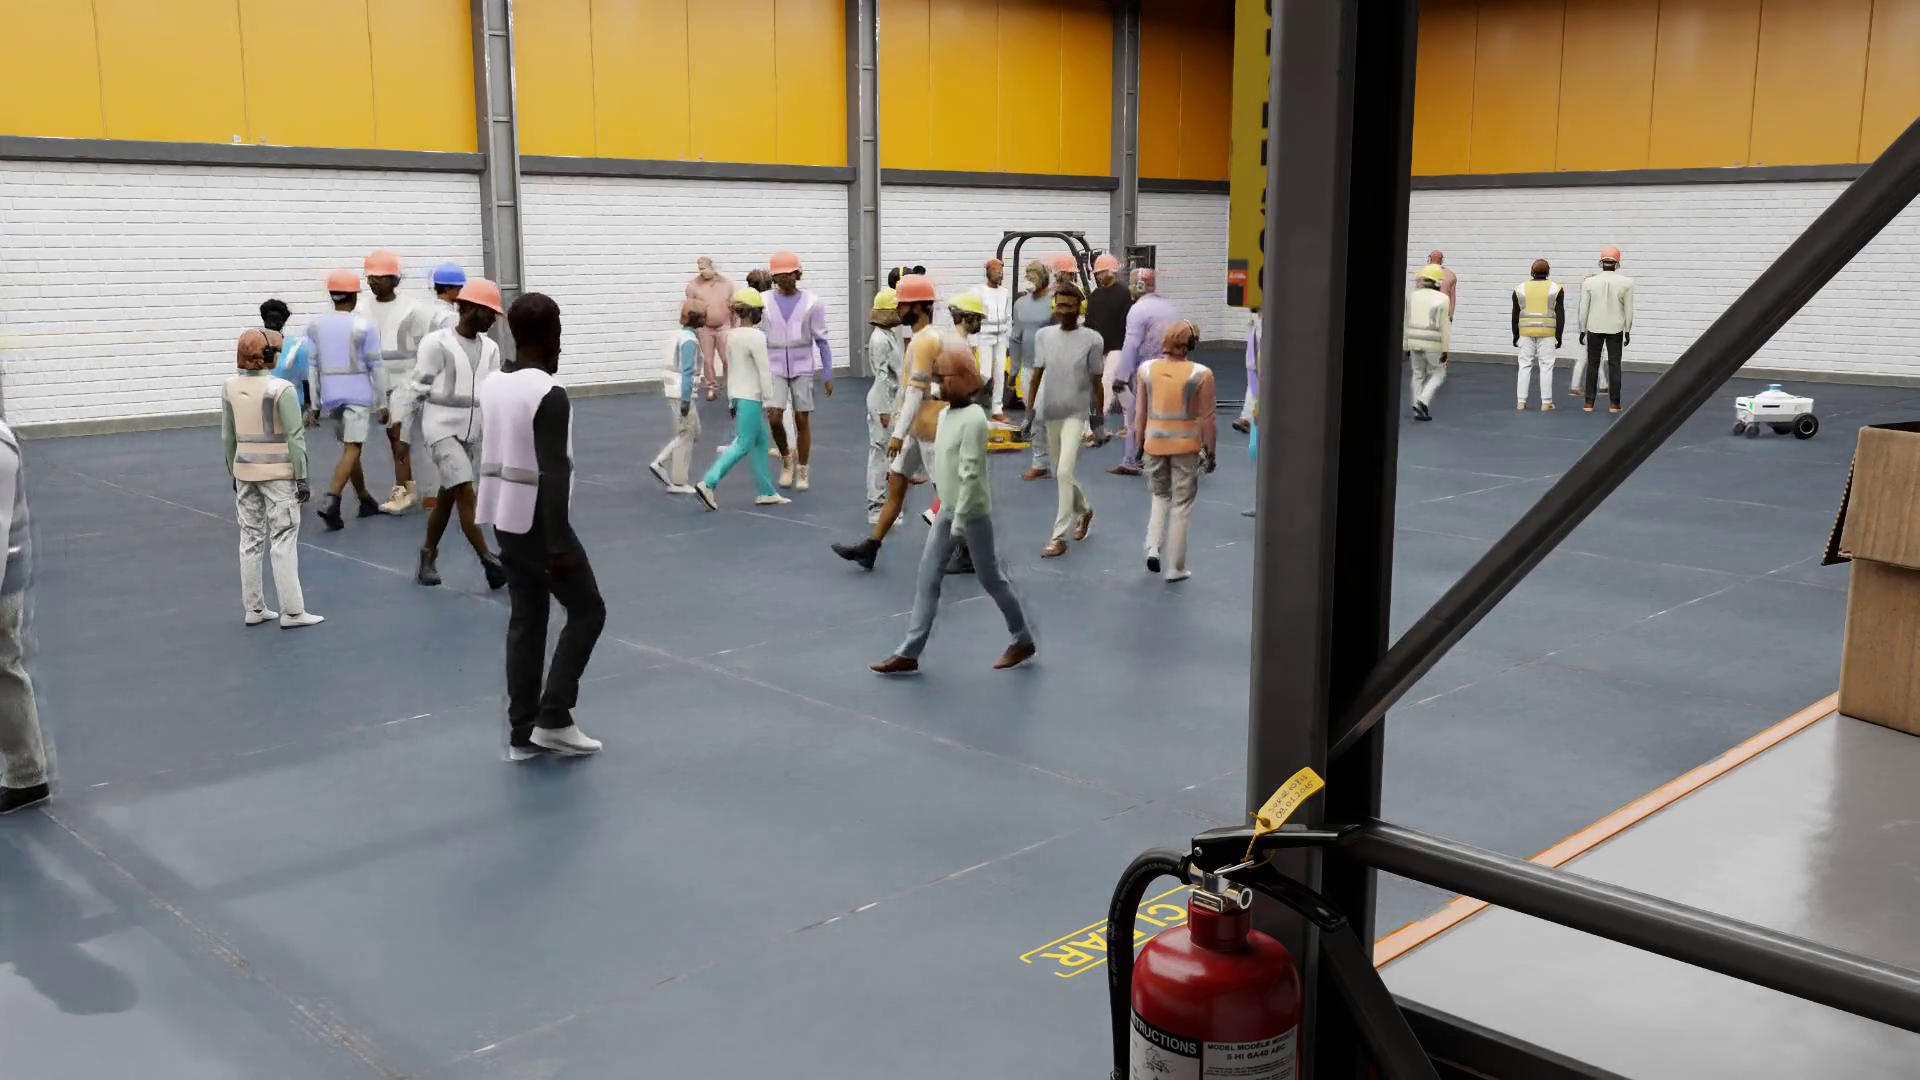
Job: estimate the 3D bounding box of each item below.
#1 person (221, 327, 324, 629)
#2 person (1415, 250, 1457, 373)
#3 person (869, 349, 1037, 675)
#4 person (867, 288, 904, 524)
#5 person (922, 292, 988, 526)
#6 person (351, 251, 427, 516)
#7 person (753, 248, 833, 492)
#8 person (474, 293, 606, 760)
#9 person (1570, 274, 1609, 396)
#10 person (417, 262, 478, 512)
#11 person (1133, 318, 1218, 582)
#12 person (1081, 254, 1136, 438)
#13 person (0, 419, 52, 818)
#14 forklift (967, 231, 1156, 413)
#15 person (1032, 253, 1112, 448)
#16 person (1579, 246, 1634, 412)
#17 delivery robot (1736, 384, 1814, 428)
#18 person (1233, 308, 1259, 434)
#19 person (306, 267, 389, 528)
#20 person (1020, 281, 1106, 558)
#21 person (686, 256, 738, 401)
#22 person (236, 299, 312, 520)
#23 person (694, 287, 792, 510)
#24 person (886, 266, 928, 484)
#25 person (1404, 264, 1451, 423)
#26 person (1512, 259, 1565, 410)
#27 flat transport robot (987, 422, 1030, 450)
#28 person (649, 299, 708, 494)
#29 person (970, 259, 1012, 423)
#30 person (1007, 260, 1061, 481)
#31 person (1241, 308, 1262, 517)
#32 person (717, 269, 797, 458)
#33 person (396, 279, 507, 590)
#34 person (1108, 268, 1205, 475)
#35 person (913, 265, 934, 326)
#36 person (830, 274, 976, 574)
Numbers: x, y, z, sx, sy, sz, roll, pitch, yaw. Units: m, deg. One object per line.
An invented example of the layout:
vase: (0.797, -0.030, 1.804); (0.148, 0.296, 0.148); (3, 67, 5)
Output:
person: (-3.759, -0.329, 9.035); (0.523, 1.639, 0.306); (4, 11, 20)
person: (7.116, -3.395, 25.022); (0.639, 1.910, 0.407); (-1, 10, -4)
person: (0.012, -0.126, 8.060); (0.857, 1.590, 0.516); (-5, 11, -24)
person: (-0.540, -0.994, 12.374); (0.322, 1.743, 0.489); (0, 10, 1)
person: (0.009, -0.839, 11.510); (0.396, 1.738, 0.550); (-1, 10, -4)
person: (-4.391, -1.184, 12.698); (0.625, 2.006, 0.938); (2, 11, 12)
person: (-1.395, -1.393, 13.795); (0.684, 2.019, 0.497); (0, 10, 0)
person: (-1.706, -0.049, 6.780); (0.487, 1.898, 0.601); (-10, 14, -43)
person: (8.483, -2.701, 22.065); (0.678, 1.612, 0.509); (5, 12, 26)
person: (-3.916, -1.186, 12.922); (0.720, 1.918, 0.648); (-6, 12, -31)
person: (1.335, -0.549, 10.275); (0.535, 1.624, 0.381); (6, 12, 30)
person: (1.529, -2.002, 17.345); (1.060, 1.925, 0.621); (-8, 13, -36)
person: (-3.624, 0.149, 5.962); (0.605, 1.806, 0.583); (8, 13, 39)
forklift: (1.222, -2.721, 20.561); (2.313, 2.155, 1.214); (2, 11, 13)
person: (1.071, -1.875, 16.612); (0.659, 1.941, 0.997); (-10, 14, -43)
person: (7.818, -2.546, 20.152); (0.612, 1.995, 0.393); (4, 11, 23)
delivery robot: (8.608, -1.401, 17.582); (0.707, 0.478, 0.477); (0, 10, -2)
person: (3.331, -2.095, 17.991); (0.649, 1.885, 1.018); (7, 13, 35)
person: (-4.545, -1.049, 12.266); (0.559, 1.908, 0.947); (2, 11, 10)
person: (0.741, -0.844, 11.313); (0.510, 1.831, 0.892); (6, 12, 31)
person: (-3.197, -2.715, 21.428); (0.670, 1.867, 0.483); (-2, 11, -13)
person: (-5.198, -1.017, 12.732); (0.622, 1.661, 0.696); (0, 10, 0)
person: (-1.718, -1.098, 12.975); (0.813, 1.734, 0.535); (-6, 12, -32)
person: (-0.528, -1.408, 14.307); (0.331, 1.866, 0.513); (-7, 13, -35)
person: (5.273, -2.209, 18.815); (0.454, 1.817, 0.597); (-9, 14, -40)
person: (7.067, -2.506, 20.346); (0.624, 1.847, 0.429); (6, 12, 28)
flat transport robot: (0.097, -1.087, 16.903); (0.652, 0.197, 1.431); (-5, 11, -25)
person: (-2.290, -1.179, 13.717); (0.464, 1.613, 0.534); (-3, 11, -14)
person: (0.330, -2.263, 18.966); (0.595, 1.863, 0.549); (-7, 13, -35)
person: (0.701, -1.459, 14.433); (0.443, 1.924, 0.637); (-8, 13, -39)
person: (2.352, -1.042, 12.414); (0.507, 1.826, 0.586); (4, 11, 23)
person: (-1.979, -1.681, 15.978); (0.886, 1.803, 0.628); (-2, 11, -9)
person: (-2.996, -0.623, 10.013); (0.952, 1.864, 0.622); (6, 12, 29)
person: (1.734, -1.440, 14.539); (0.940, 1.864, 0.653); (5, 12, 26)
person: (-0.642, -3.224, 24.694); (0.530, 1.690, 0.320); (3, 11, 18)
person: (-0.312, -0.709, 10.431); (0.985, 1.883, 0.548); (-1, 10, -7)
